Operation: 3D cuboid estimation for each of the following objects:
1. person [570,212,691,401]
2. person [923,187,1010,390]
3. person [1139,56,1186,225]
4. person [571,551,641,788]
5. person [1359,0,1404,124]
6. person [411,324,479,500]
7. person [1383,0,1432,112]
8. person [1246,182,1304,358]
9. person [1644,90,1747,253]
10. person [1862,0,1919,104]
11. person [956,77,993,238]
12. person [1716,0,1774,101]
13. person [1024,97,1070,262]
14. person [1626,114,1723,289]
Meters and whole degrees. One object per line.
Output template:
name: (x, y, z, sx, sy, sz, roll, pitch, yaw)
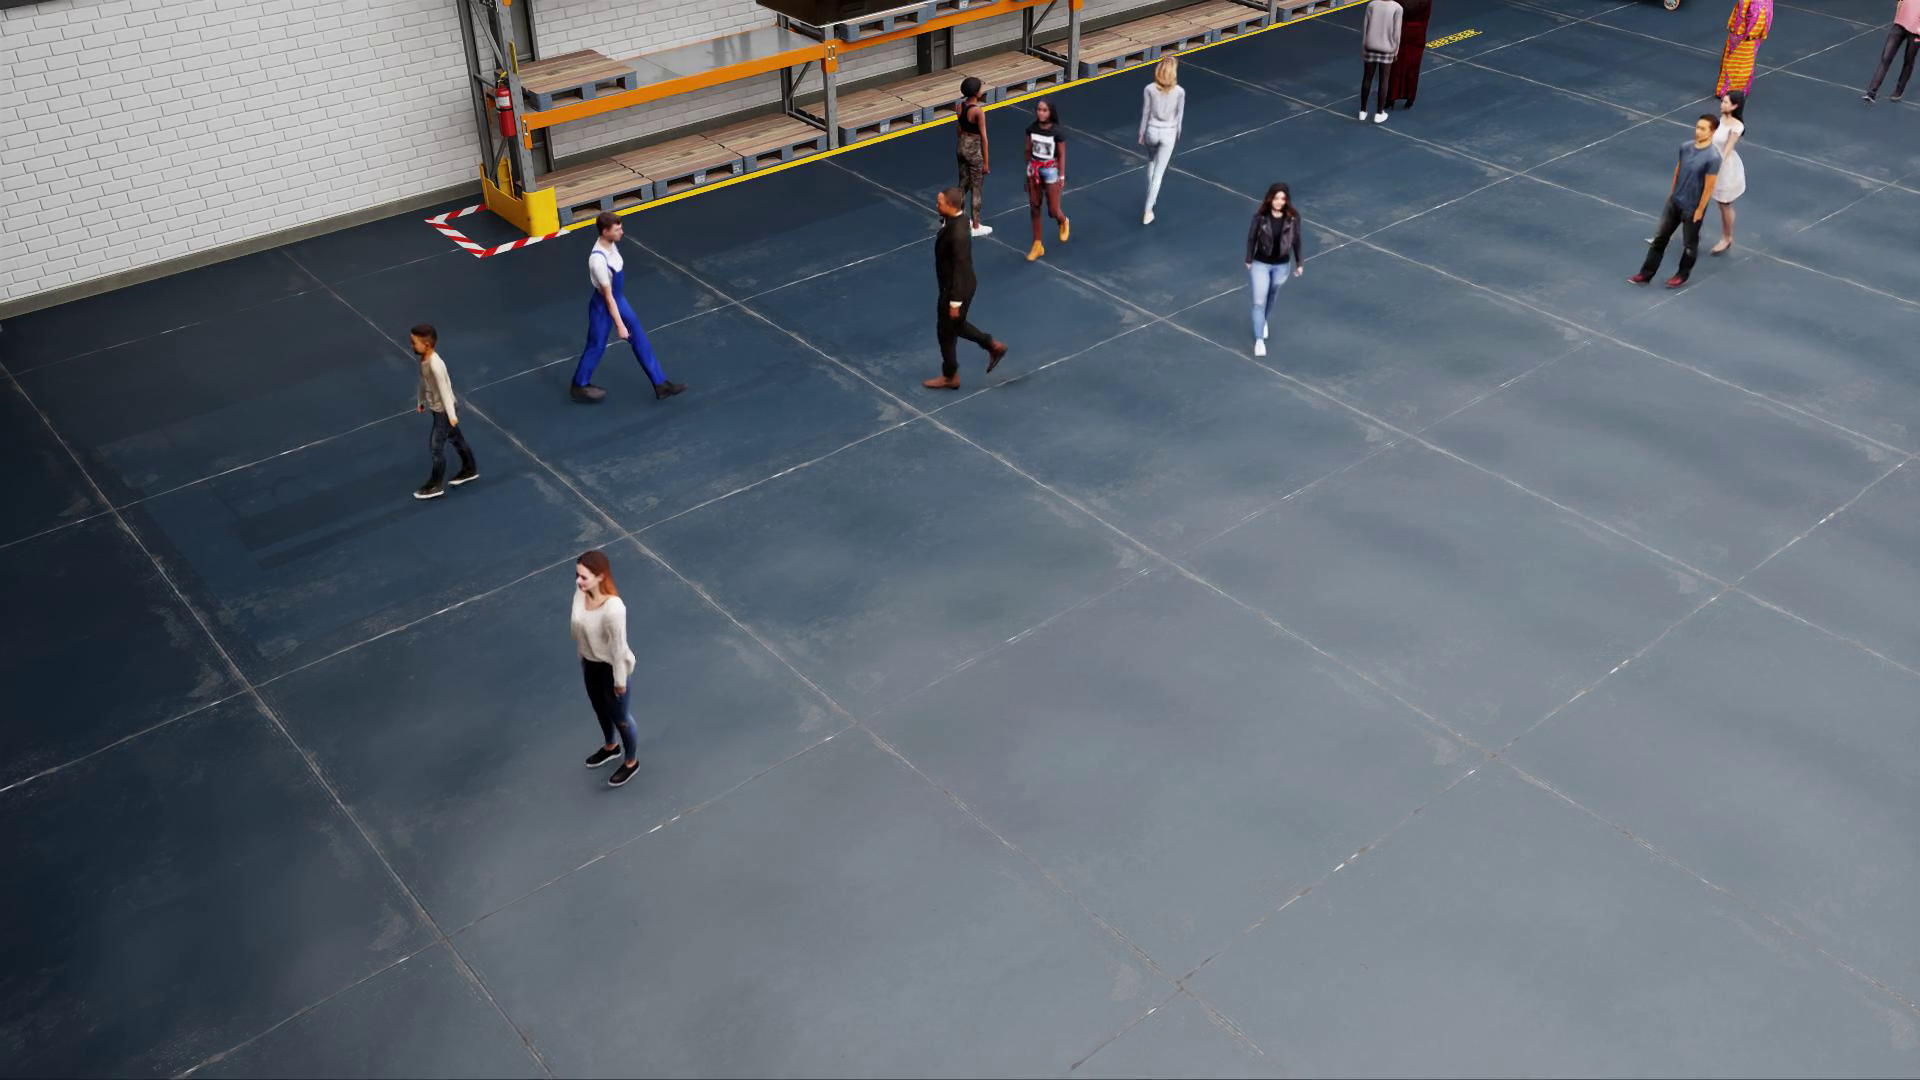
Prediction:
person: (-3.121, -1.959, 14.385, 1.295, 1.789, 1.260, 3, 34, 4)
person: (0.055, -2.193, 14.649, 1.150, 1.886, 1.051, -1, 34, -1)
person: (2.147, -4.256, 17.876, 0.957, 1.750, 1.112, 9, 35, 14)
person: (-2.180, 0.770, 10.367, 0.651, 1.691, 0.578, 29, 43, 36)
person: (5.196, -6.081, 20.602, 0.687, 1.771, 0.659, 15, 37, 22)
person: (-4.087, -1.076, 13.364, 0.819, 1.449, 0.633, -20, 38, -27)
person: (5.632, -6.296, 20.939, 0.728, 1.757, 0.825, -4, 34, -5)
person: (2.886, -2.567, 15.474, 1.104, 1.597, 1.122, -1, 34, -1)
person: (7.869, -3.727, 17.102, 1.244, 1.727, 1.051, -3, 34, -5)
person: (12.108, -6.499, 21.111, 0.715, 1.904, 1.217, 29, 43, 36)
person: (0.119, -4.084, 17.663, 0.511, 1.700, 0.579, -26, 42, -34)
person: (10.119, -6.500, 21.318, 0.711, 1.677, 0.801, -11, 35, -15)
person: (0.906, -3.747, 17.145, 0.777, 1.712, 0.943, 17, 37, 24)
person: (7.275, -3.344, 16.466, 1.003, 1.792, 0.809, -16, 37, -23)
